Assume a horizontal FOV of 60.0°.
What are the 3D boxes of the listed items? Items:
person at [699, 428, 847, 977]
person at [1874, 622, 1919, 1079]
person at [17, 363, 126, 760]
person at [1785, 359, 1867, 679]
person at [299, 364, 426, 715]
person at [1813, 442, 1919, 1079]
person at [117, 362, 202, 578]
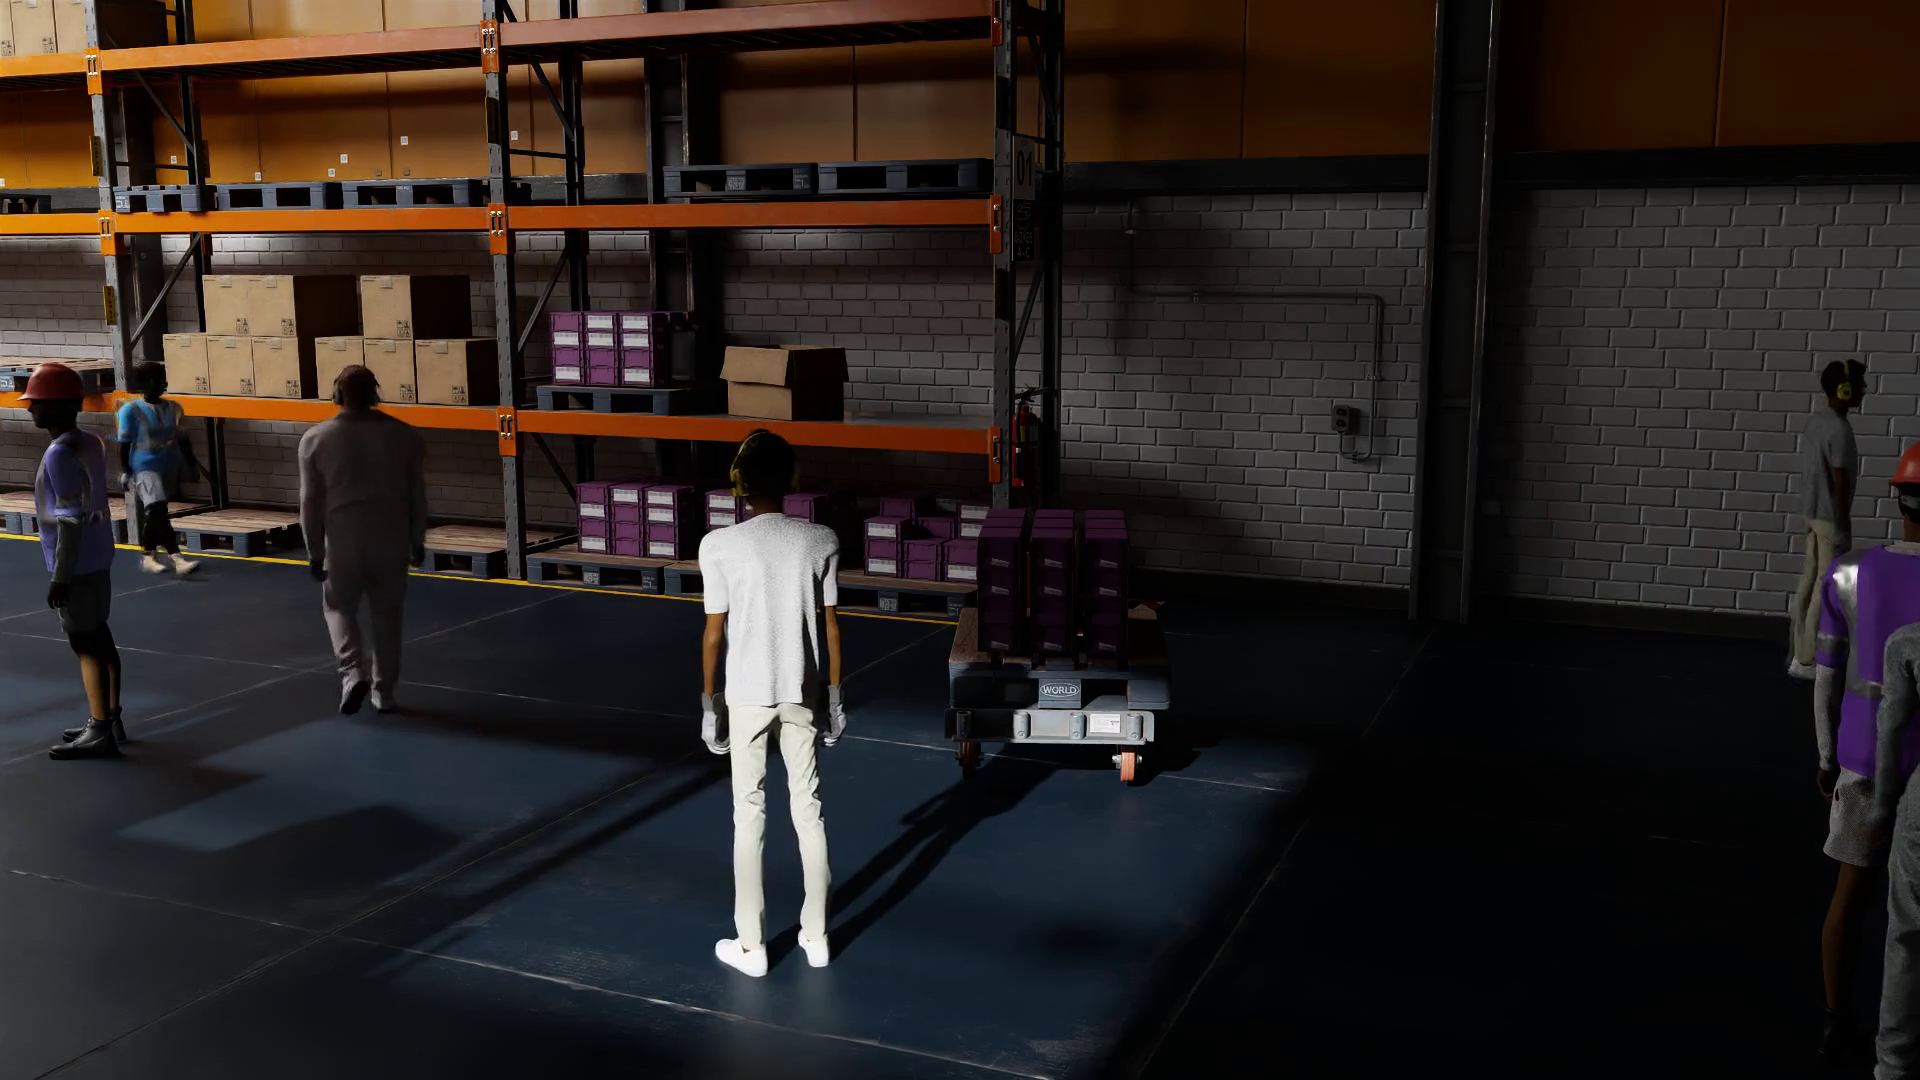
[{"bbox_3d":[-0.630,0.554,5.698,0.509,1.864,0.332,-4,10,-21],"label":"person"},{"bbox_3d":[2.866,0.775,4.721,0.489,1.742,0.319,7,12,37],"label":"person"},{"bbox_3d":[-4.348,0.105,8.148,0.362,1.939,0.543,-2,10,-13],"label":"person"},{"bbox_3d":[5.066,-0.117,9.693,0.313,1.869,0.526,1,10,6],"label":"person"},{"bbox_3d":[-3.160,0.012,8.858,0.649,1.888,0.465,-5,11,-27],"label":"person"},{"bbox_3d":[2.802,0.653,4.897,0.371,1.928,0.543,-7,12,-37],"label":"person"},{"bbox_3d":[-6.090,-0.531,12.766,0.836,1.652,0.557,5,11,26],"label":"person"}]
